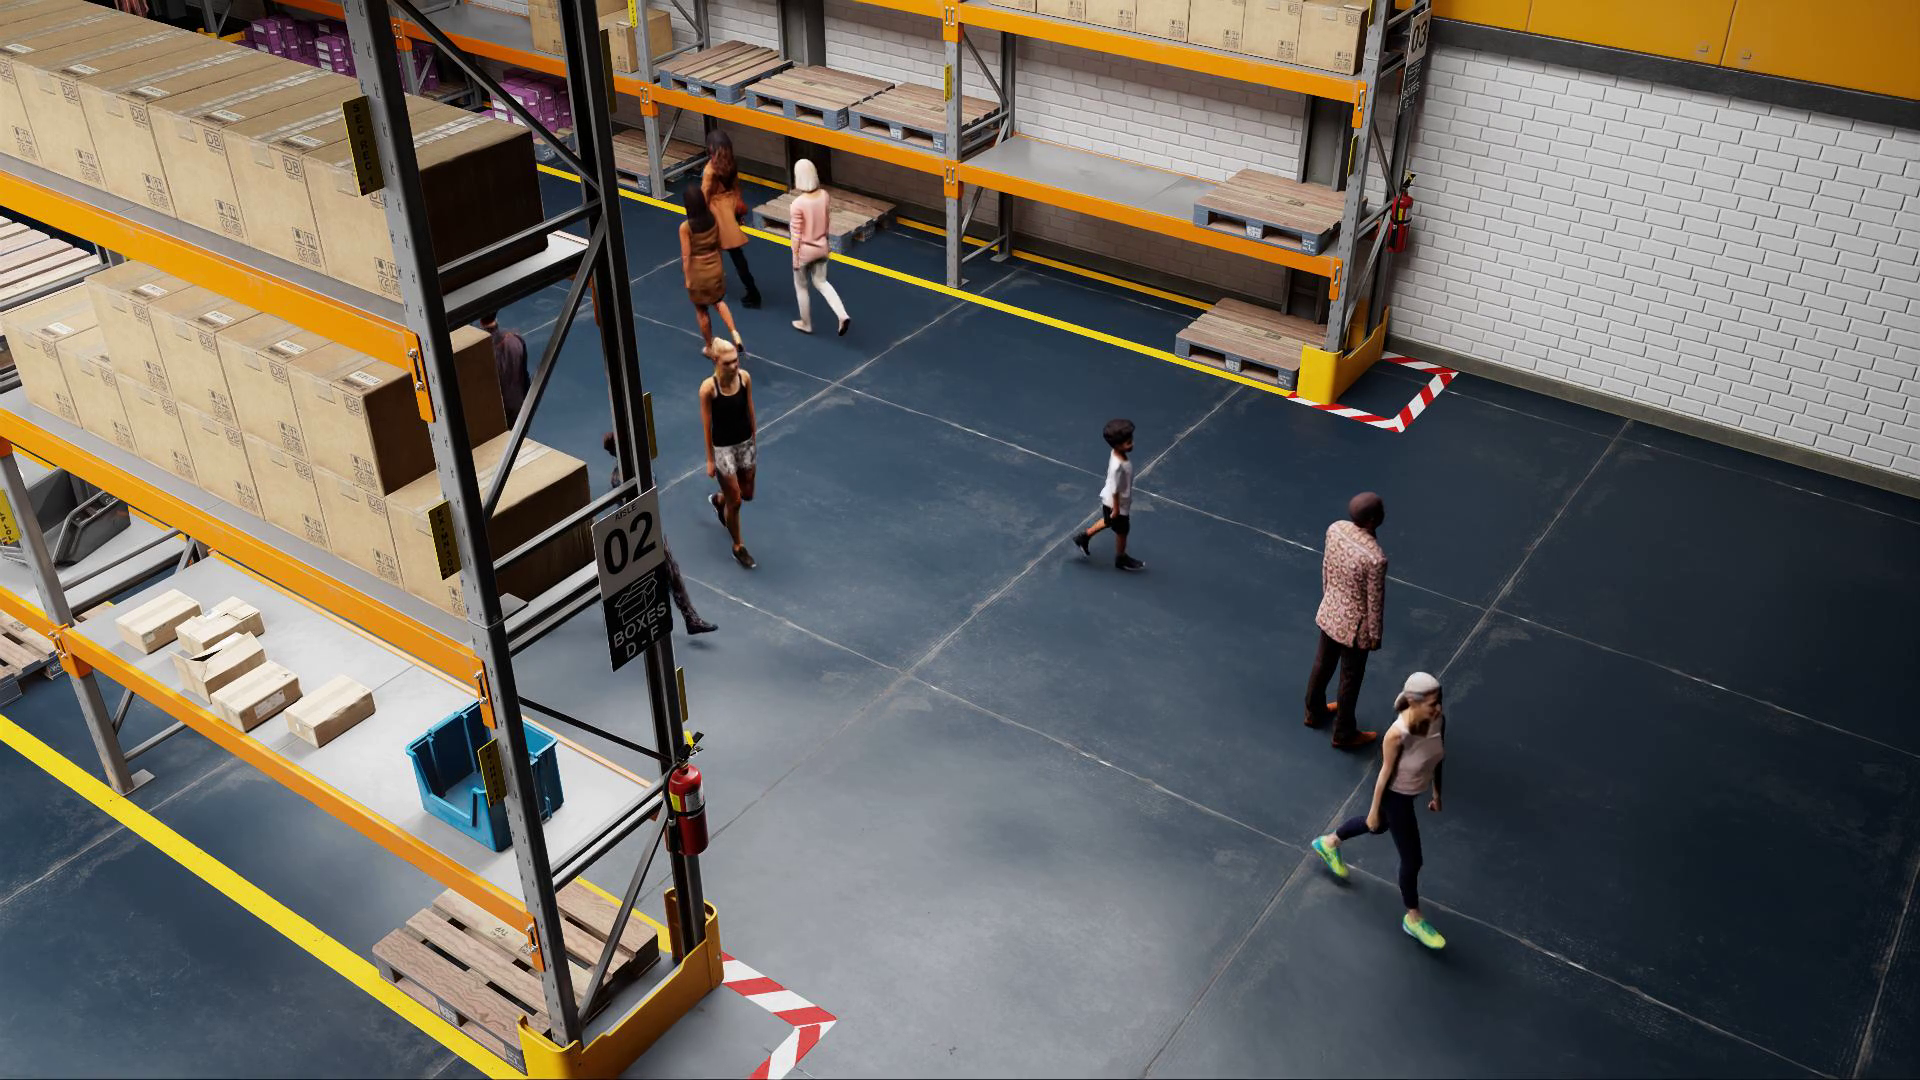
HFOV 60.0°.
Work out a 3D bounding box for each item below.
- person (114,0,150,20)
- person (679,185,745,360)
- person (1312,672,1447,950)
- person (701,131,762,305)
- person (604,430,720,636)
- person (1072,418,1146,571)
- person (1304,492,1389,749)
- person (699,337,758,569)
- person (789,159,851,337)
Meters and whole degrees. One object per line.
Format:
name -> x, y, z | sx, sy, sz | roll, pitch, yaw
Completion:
person -> -10.963, -7.092, 21.984 | 0.634, 1.562, 0.654 | -15, 36, -21
person -> -2.204, -2.307, 14.683 | 0.683, 1.673, 0.839 | -24, 41, -32
person -> 2.343, 1.380, 9.148 | 0.819, 1.660, 1.243 | -26, 42, -34
person -> -2.163, -2.987, 15.710 | 1.169, 1.669, 0.788 | 17, 37, 23
person -> -2.273, -0.038, 11.264 | 1.132, 1.680, 0.810 | 8, 34, 12
person -> 1.086, -0.335, 12.101 | 0.842, 1.248, 0.706 | 3, 34, 5
person -> 2.422, 0.485, 10.362 | 0.828, 1.806, 0.698 | -16, 37, -23
person -> -1.725, -0.697, 12.124 | 0.786, 1.825, 0.992 | -23, 40, -31
person -> -1.306, -2.601, 15.096 | 0.981, 1.706, 0.694 | 27, 42, 35
